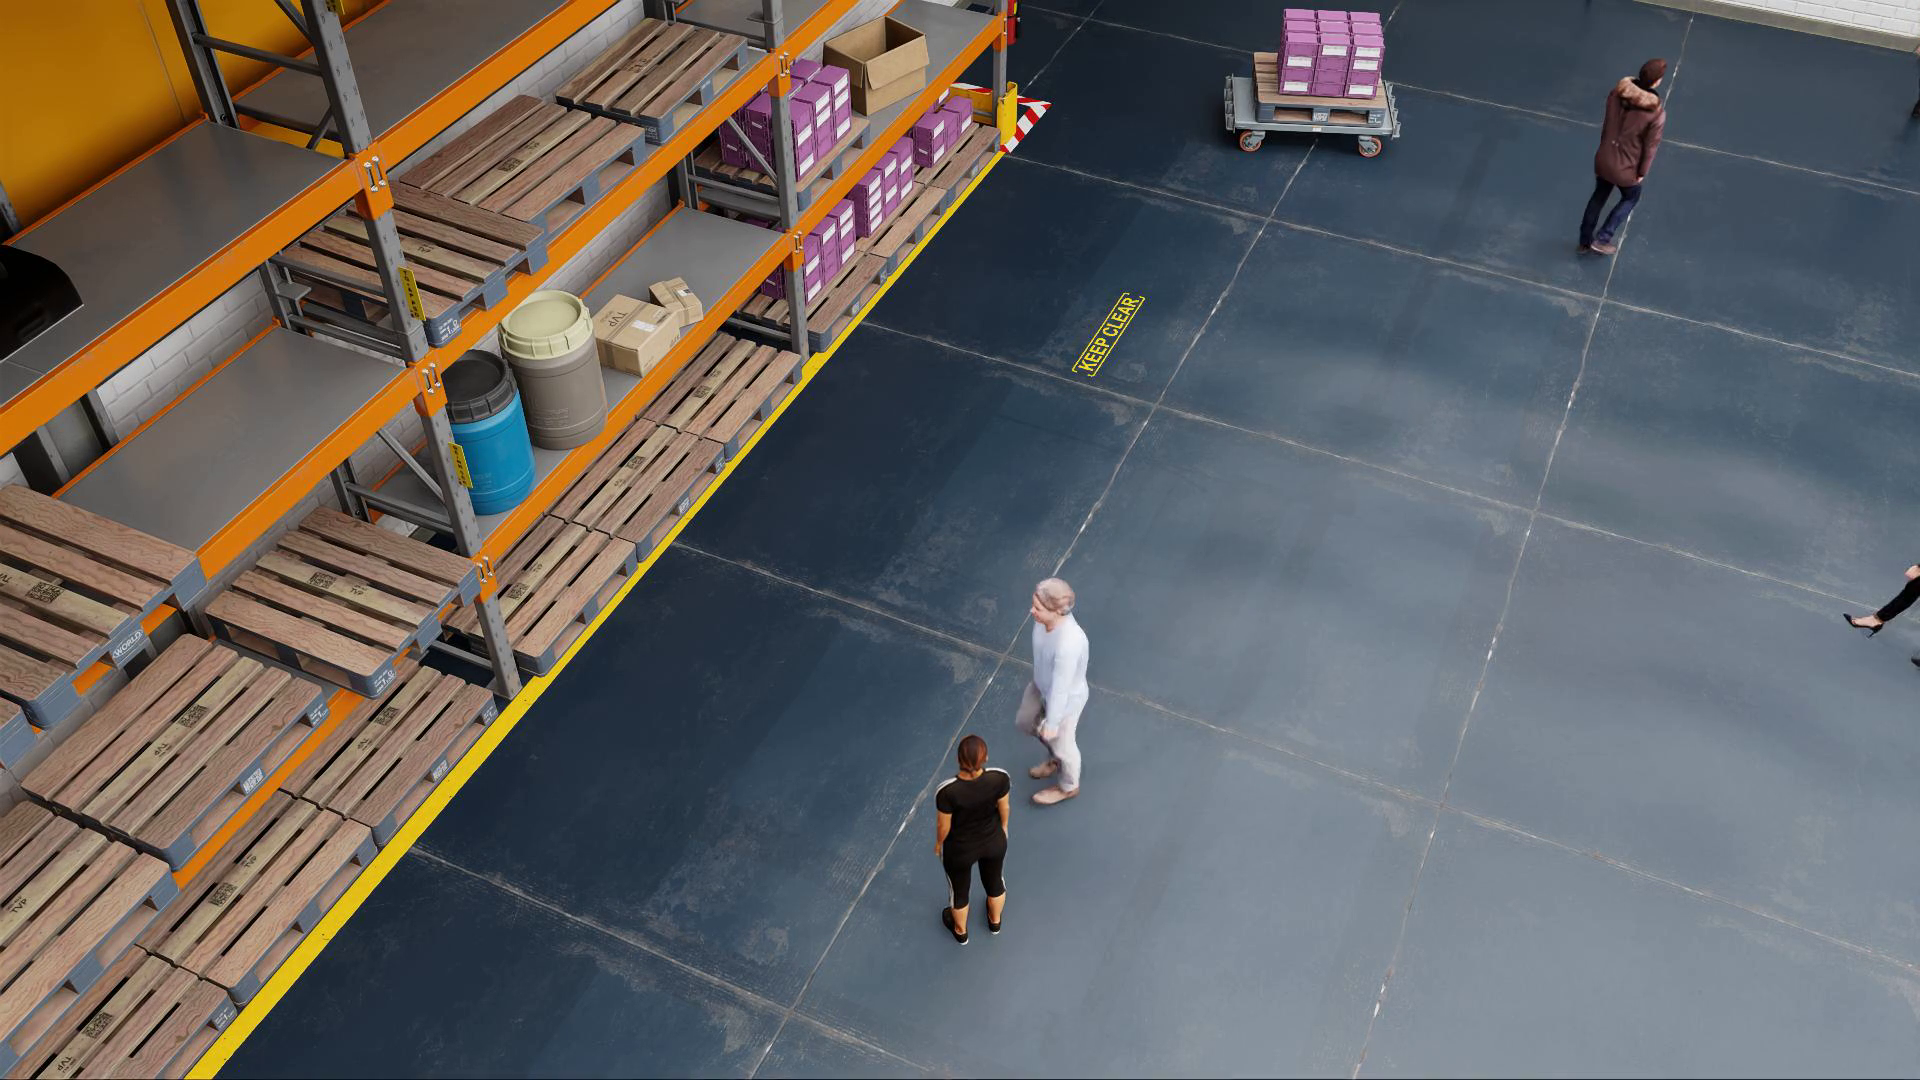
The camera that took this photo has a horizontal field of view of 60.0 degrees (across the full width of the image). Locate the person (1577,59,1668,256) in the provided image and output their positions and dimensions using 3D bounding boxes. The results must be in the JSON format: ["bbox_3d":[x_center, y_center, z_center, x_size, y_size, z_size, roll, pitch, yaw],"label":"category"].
[{"bbox_3d":[5.611,-3.233,14.272,0.857,1.831,0.865,-26,49,-25],"label":"person"}]

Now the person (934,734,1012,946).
[{"bbox_3d":[0.071,1.665,9.249,0.645,1.668,0.697,-12,45,-13],"label":"person"}]

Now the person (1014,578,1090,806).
[{"bbox_3d":[0.669,0.898,9.903,0.877,1.876,0.818,-16,46,-16],"label":"person"}]
